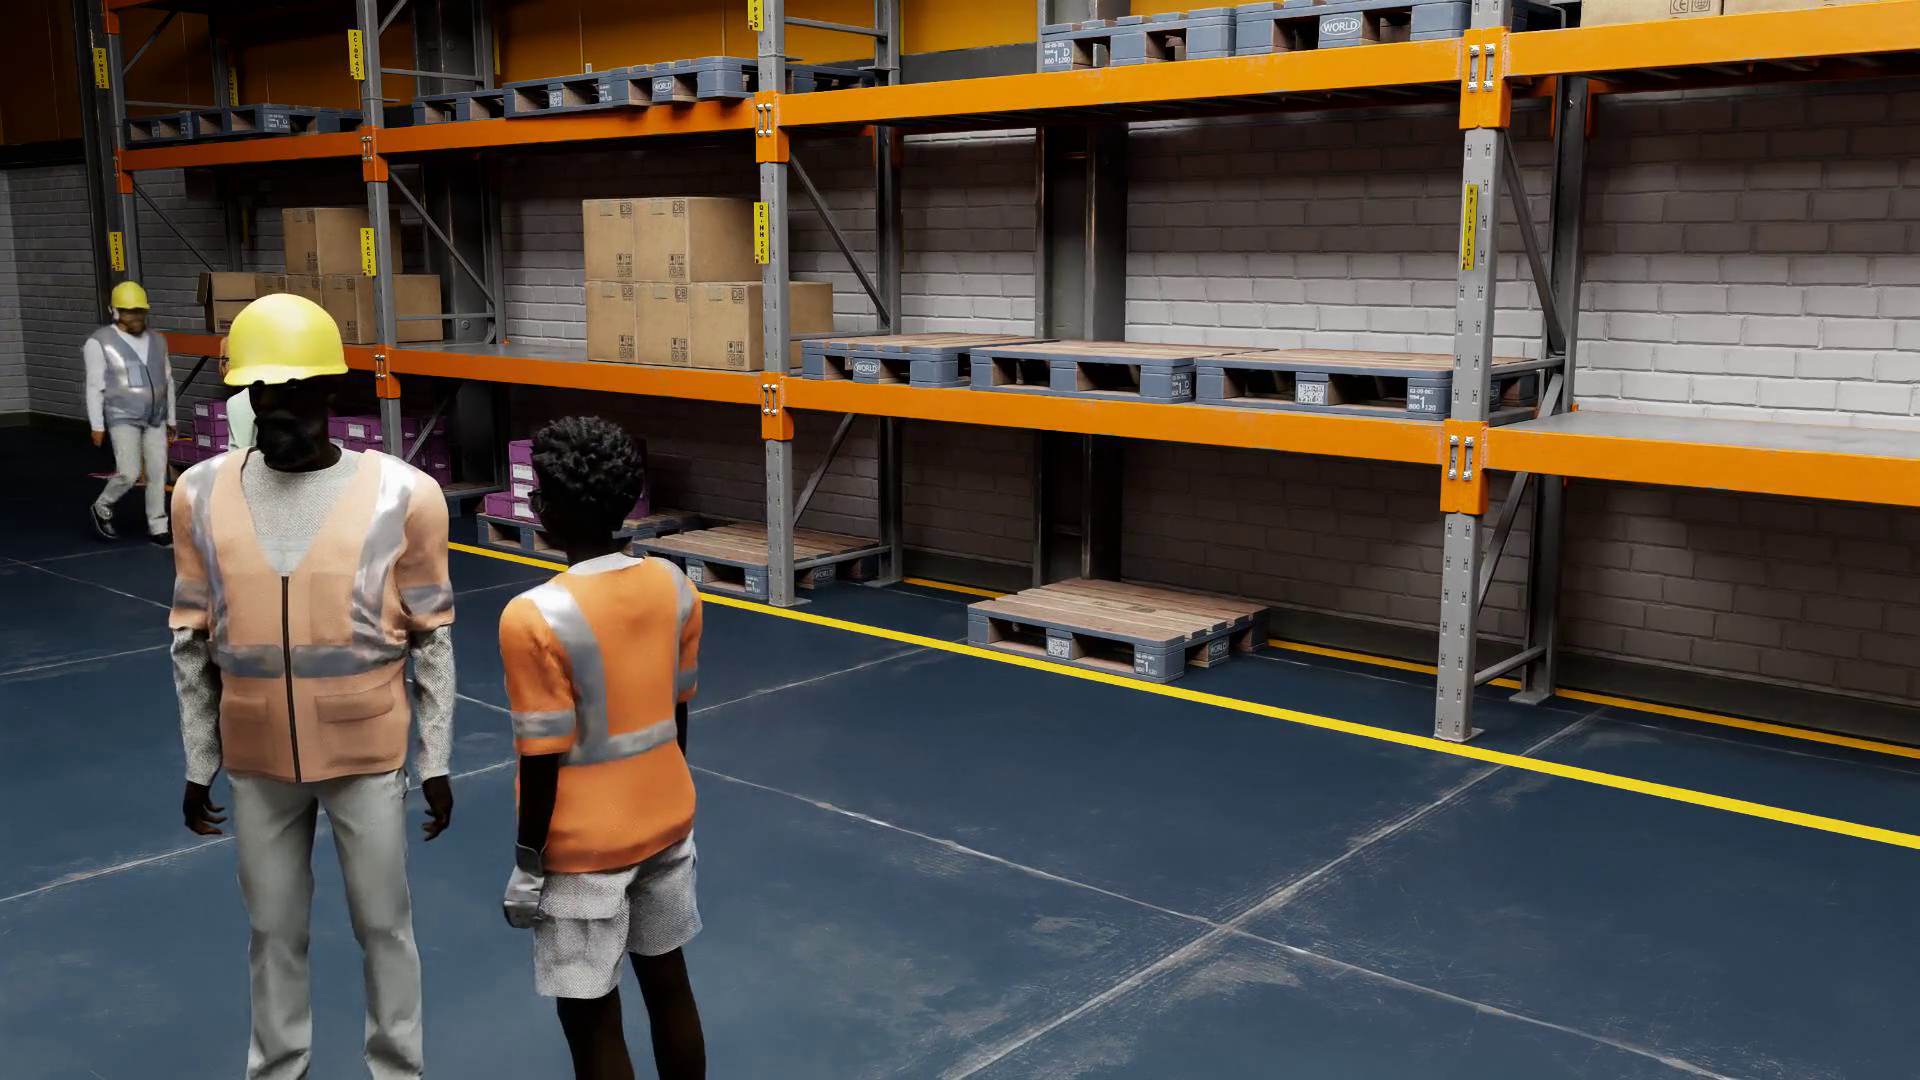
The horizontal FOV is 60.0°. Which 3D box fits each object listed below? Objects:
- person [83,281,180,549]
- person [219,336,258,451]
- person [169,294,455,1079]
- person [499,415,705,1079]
[{"bbox_3d":[-5.588,-0.833,11.195,0.540,1.813,0.601,5,11,28],"label":"person"},{"bbox_3d":[-3.393,-0.195,8.086,0.288,1.626,0.497,0,10,2],"label":"person"},{"bbox_3d":[-1.380,0.444,3.572,0.585,1.929,0.377,-1,10,-4],"label":"person"},{"bbox_3d":[-0.718,0.597,3.362,0.317,1.695,0.540,5,11,27],"label":"person"}]
